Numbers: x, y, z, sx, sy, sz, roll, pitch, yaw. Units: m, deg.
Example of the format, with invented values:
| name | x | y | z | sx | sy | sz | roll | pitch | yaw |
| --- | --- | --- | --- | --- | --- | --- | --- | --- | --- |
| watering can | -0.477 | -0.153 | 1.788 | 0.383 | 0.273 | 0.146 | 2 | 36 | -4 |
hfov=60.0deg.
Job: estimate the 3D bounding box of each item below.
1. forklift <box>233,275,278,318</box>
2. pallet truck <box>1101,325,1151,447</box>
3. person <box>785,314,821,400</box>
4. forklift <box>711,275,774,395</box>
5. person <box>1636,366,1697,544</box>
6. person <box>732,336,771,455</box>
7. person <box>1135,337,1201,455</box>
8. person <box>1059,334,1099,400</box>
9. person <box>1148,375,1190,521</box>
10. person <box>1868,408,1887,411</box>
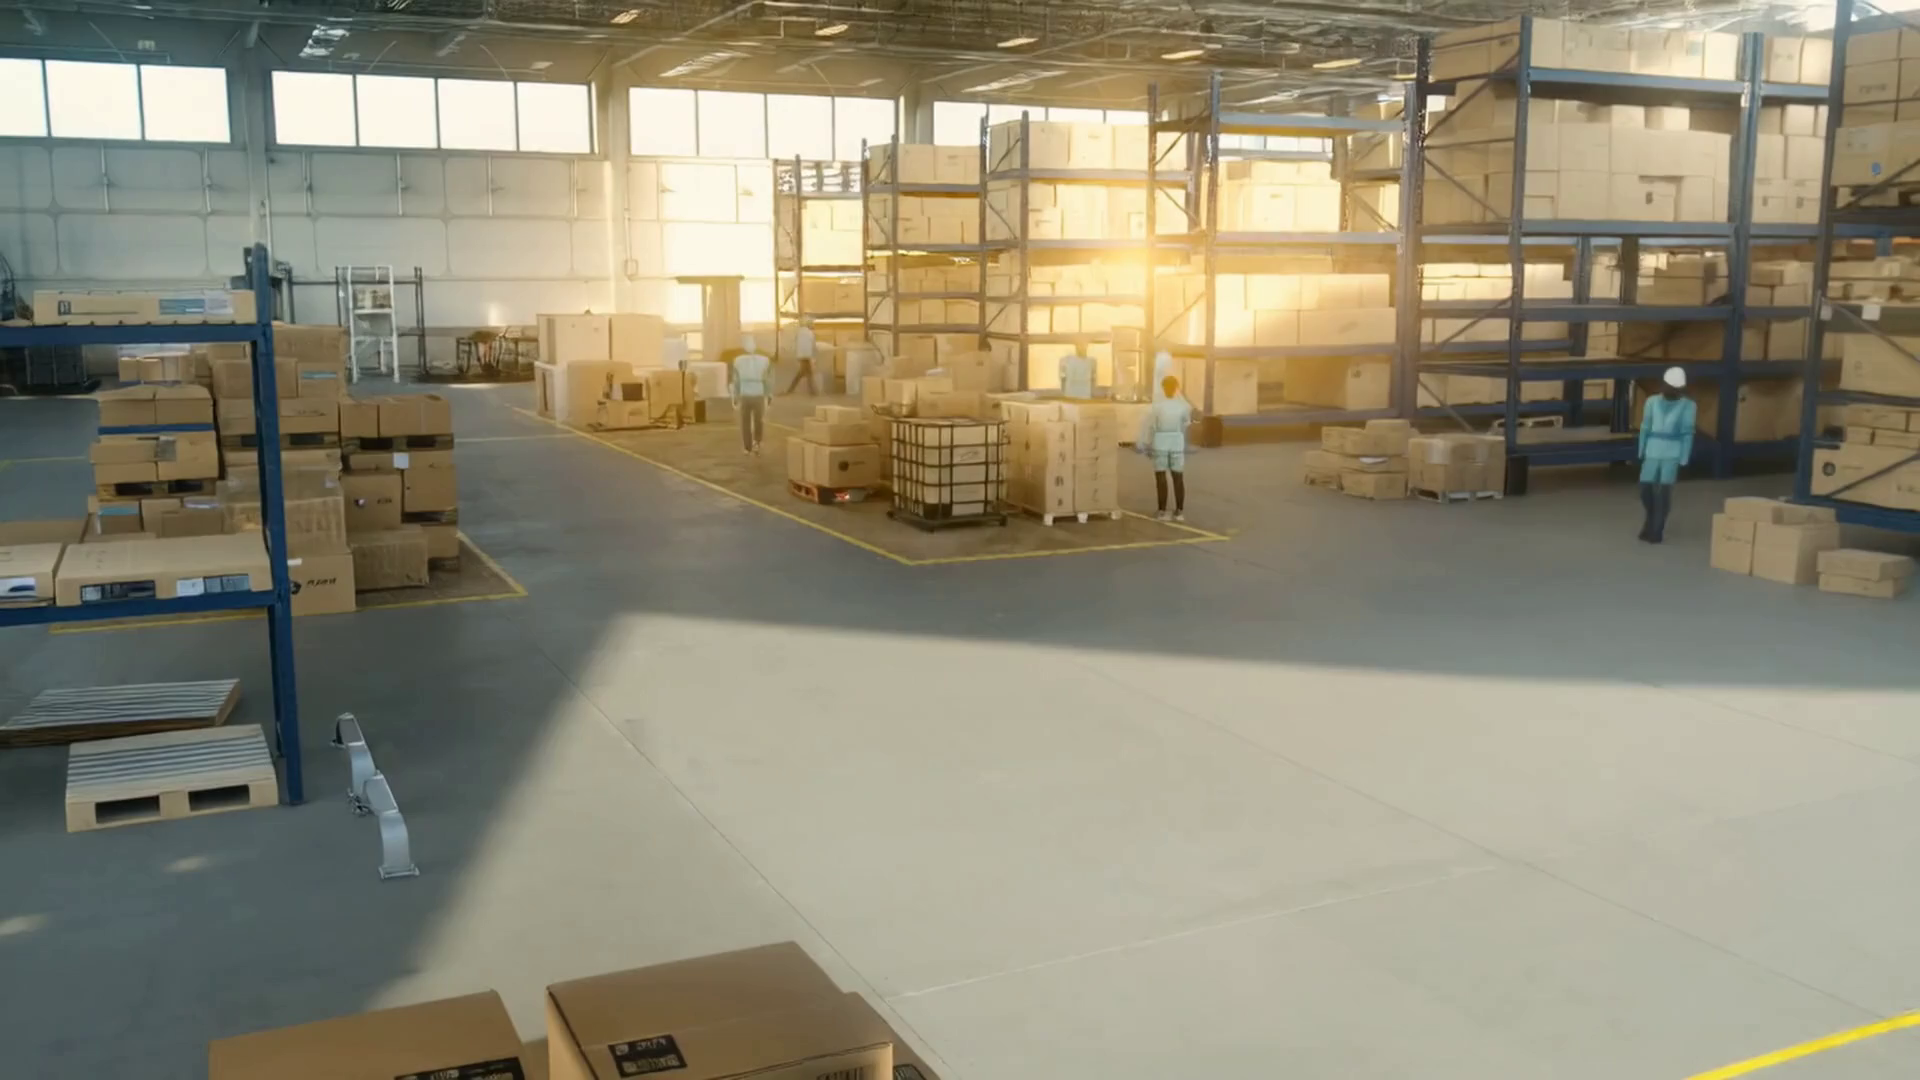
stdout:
| name | x | y | z | sx | sy | sz | roll | pitch | yaw |
| --- | --- | --- | --- | --- | --- | --- | --- | --- | --- |
| forklift | -16.170 | -4.714 | 38.335 | 1.129 | 2.768 | 1.873 | -4 | 10 | -25 |
| pallet truck | 2.881 | -2.596 | 27.923 | 0.823 | 1.965 | 1.885 | -1 | 9 | -7 |
| person | -3.589 | -4.145 | 37.701 | 0.878 | 1.963 | 0.614 | 2 | 9 | 13 |
| forklift | -5.396 | -4.769 | 38.678 | 1.873 | 2.768 | 1.129 | 3 | 10 | 19 |
| person | 7.468 | -0.897 | 17.641 | 0.575 | 1.910 | 0.445 | 7 | 11 | 36 |
| person | -3.277 | -2.268 | 26.216 | 0.640 | 1.900 | 0.631 | -3 | 10 | -17 |
| person | 3.278 | -2.274 | 26.355 | 1.050 | 1.869 | 0.656 | 1 | 9 | 5 |
| person | 1.931 | -2.285 | 26.264 | 0.621 | 1.905 | 1.002 | -4 | 10 | -25 |
| person | 2.429 | -1.071 | 19.381 | 0.542 | 1.699 | 0.316 | -4 | 10 | -26 |
| person | 12.000 | -1.507 | 21.509 | 0.687 | 1.882 | 0.654 | -4 | 10 | -21 |
